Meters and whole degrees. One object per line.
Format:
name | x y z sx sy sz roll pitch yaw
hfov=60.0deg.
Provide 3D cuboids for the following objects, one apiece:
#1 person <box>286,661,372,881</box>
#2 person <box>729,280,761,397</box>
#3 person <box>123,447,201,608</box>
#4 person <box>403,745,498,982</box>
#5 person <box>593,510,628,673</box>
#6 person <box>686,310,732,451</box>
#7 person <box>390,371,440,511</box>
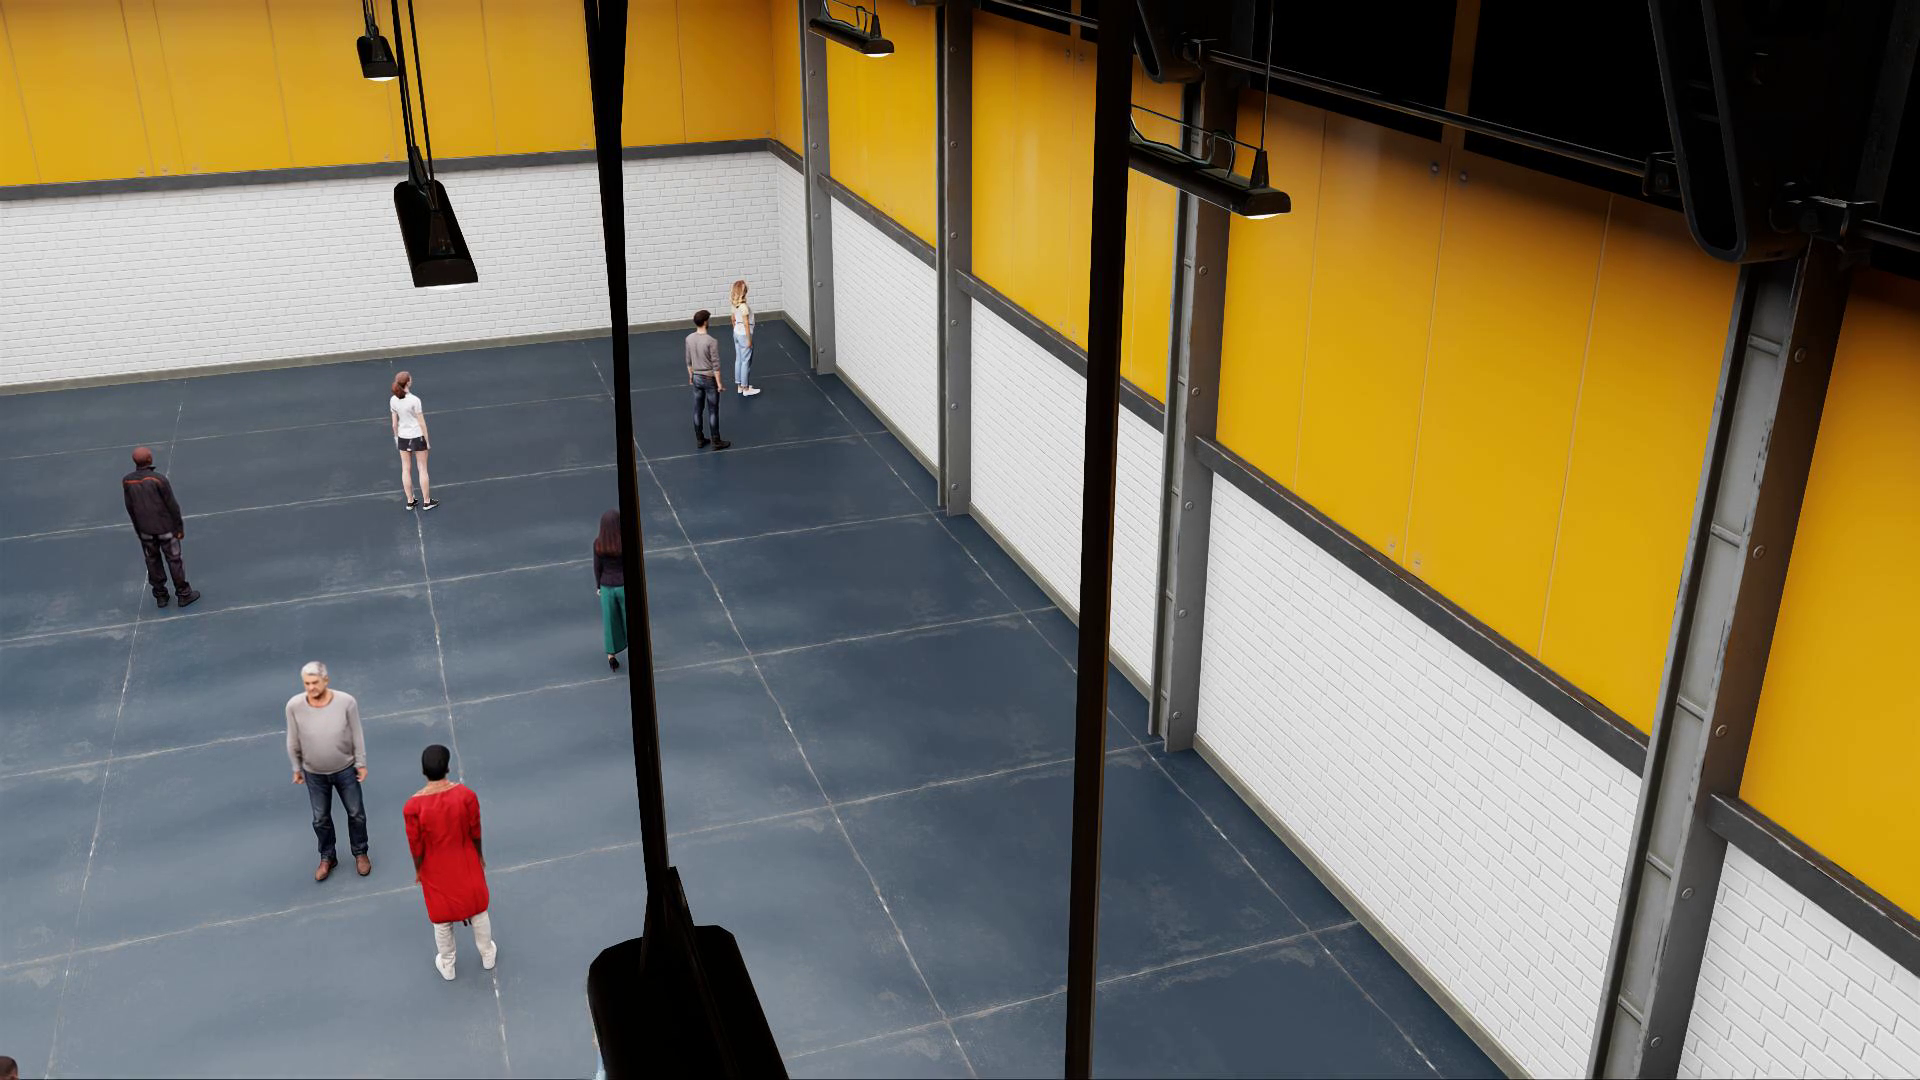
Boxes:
person | -5.039 1.810 13.304 0.763 1.911 0.670 -5 24 -11
person | -3.202 -2.986 24.512 0.737 1.723 0.573 -16 28 -31
person | -8.639 -0.146 17.887 0.766 1.825 0.721 -1 24 -2
person | -3.708 2.343 12.120 0.672 1.883 0.584 -9 25 -20
person | -3.388 0.506 16.503 0.687 1.740 0.672 3 24 6
person | -3.436 -2.153 22.379 0.747 1.905 0.821 12 26 26
person | -6.744 -1.223 20.444 0.662 1.751 0.675 3 24 6
